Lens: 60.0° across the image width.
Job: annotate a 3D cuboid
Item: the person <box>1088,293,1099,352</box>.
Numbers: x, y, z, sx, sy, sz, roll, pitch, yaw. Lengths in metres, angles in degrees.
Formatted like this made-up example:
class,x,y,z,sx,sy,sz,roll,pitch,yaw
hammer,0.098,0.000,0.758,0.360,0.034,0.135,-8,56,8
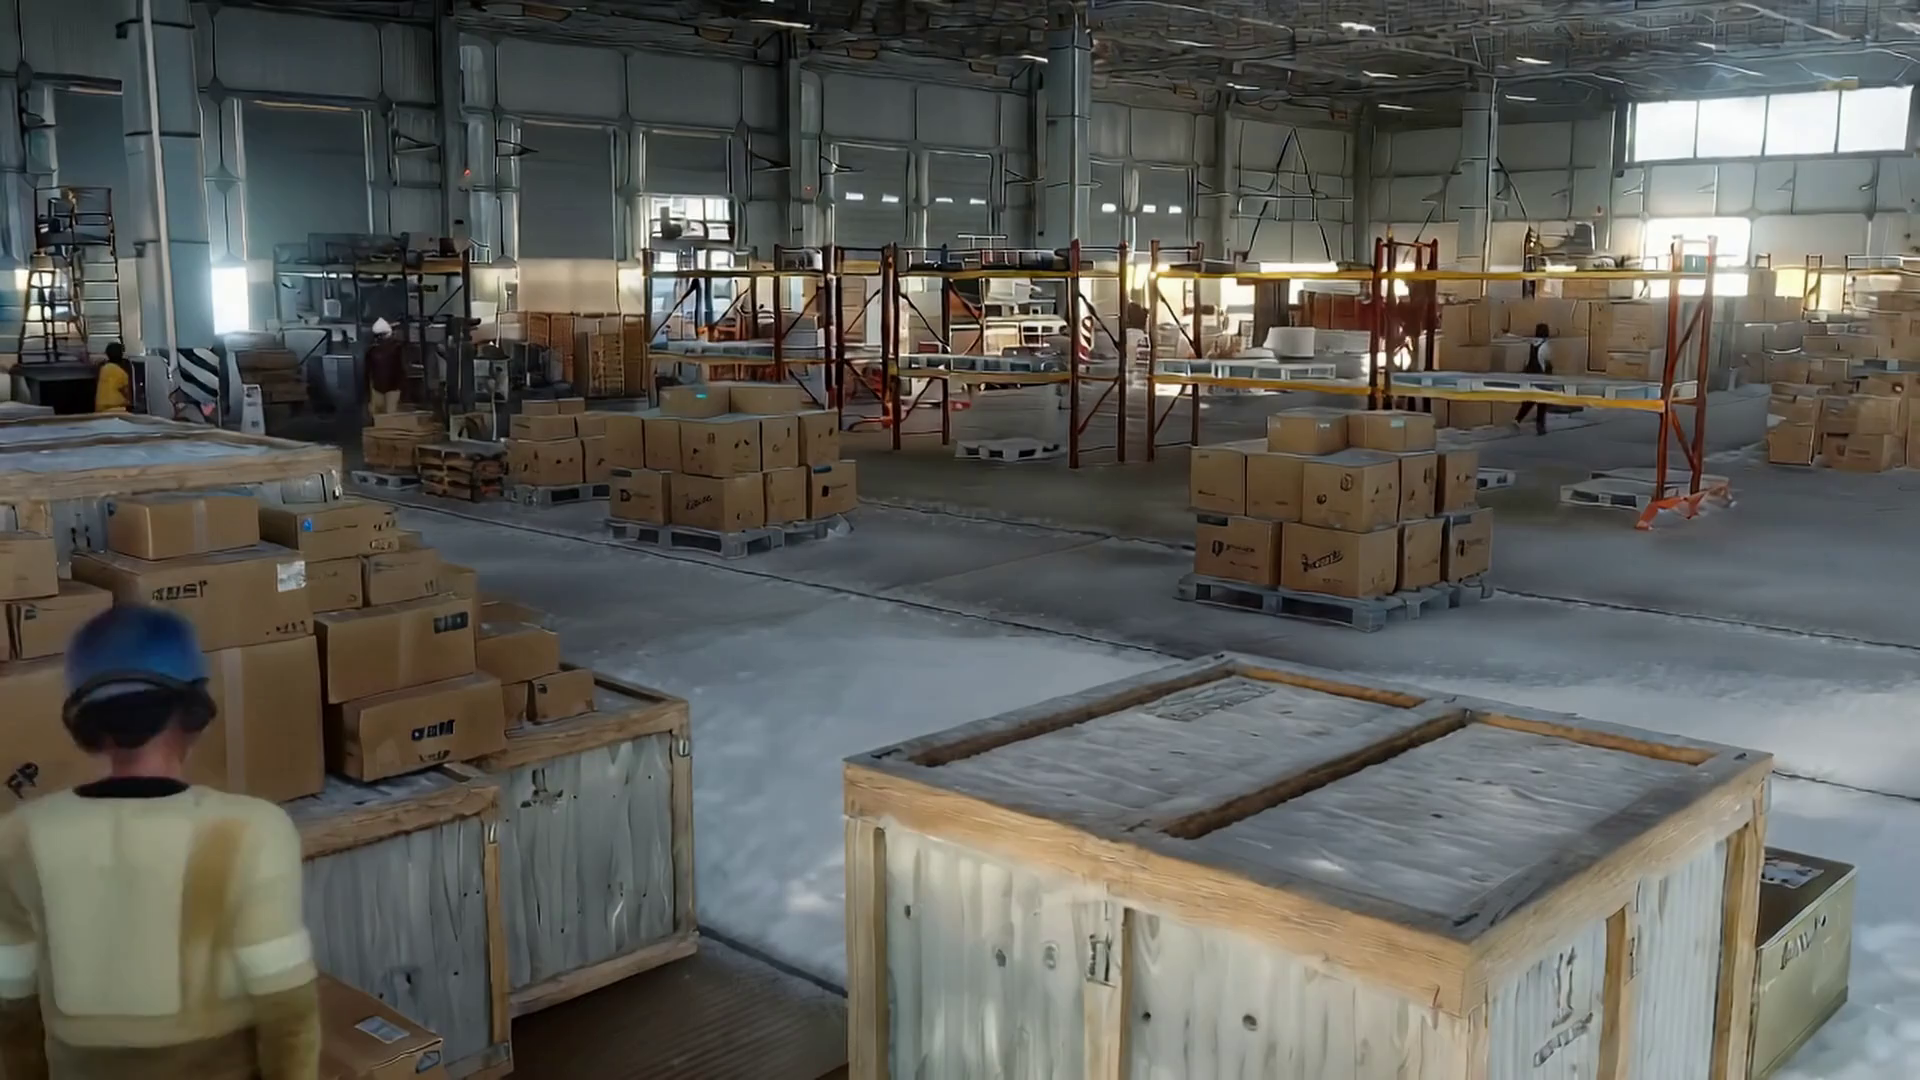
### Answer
class,x,y,z,sx,sy,sz,roll,pitch,yaw
person,4.090,-6.674,51.399,0.543,1.928,0.393,-6,11,-31

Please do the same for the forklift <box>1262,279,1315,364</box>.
class,x,y,z,sx,sy,sz,roll,pitch,yaw
forklift,8.555,-6.090,44.881,1.873,2.768,1.129,9,13,43

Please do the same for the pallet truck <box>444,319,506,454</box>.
class,x,y,z,sx,sy,sz,roll,pitch,yaw
pallet truck,-6.981,-1.942,22.150,1.885,1.965,0.823,1,9,9

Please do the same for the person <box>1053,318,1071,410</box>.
class,x,y,z,sx,sy,sz,roll,pitch,yaw
person,1.995,-3.311,31.349,0.485,1.736,0.322,0,9,2

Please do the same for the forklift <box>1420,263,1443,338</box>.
class,x,y,z,sx,sy,sz,roll,pitch,yaw
forklift,13.032,-6.424,46.932,1.873,2.768,1.129,3,10,17

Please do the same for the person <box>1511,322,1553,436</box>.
class,x,y,z,sx,sy,sz,roll,pitch,yaw
person,9.124,-2.542,26.366,0.646,1.829,0.520,-5,11,-29

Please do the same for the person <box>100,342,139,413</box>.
class,x,y,z,sx,sy,sz,roll,pitch,yaw
person,-11.307,-1.834,22.465,0.630,1.673,0.540,-8,12,-41

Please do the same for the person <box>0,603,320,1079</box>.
class,x,y,z,sx,sy,sz,roll,pitch,yaw
person,-1.573,1.126,3.368,0.634,2.008,0.589,0,9,2

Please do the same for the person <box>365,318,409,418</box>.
class,x,y,z,sx,sy,sz,roll,pitch,yaw
person,-8.136,-2.177,23.679,0.621,1.973,0.716,1,9,5

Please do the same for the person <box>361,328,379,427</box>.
class,x,y,z,sx,sy,sz,roll,pitch,yaw
person,-9.834,-2.753,27.921,0.525,1.739,0.733,-3,10,-19

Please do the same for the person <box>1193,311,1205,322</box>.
class,x,y,z,sx,sy,sz,roll,pitch,yaw
person,6.757,-5.792,46.998,0.880,1.593,0.541,-3,10,-20

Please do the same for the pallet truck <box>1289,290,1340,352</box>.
class,x,y,z,sx,sy,sz,roll,pitch,yaw
pallet truck,11.297,-6.951,52.861,1.885,1.965,0.823,-5,11,-29

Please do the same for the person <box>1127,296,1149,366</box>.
class,x,y,z,sx,sy,sz,roll,pitch,yaw
person,4.835,-5.700,45.376,0.633,1.936,0.353,-3,10,-17
